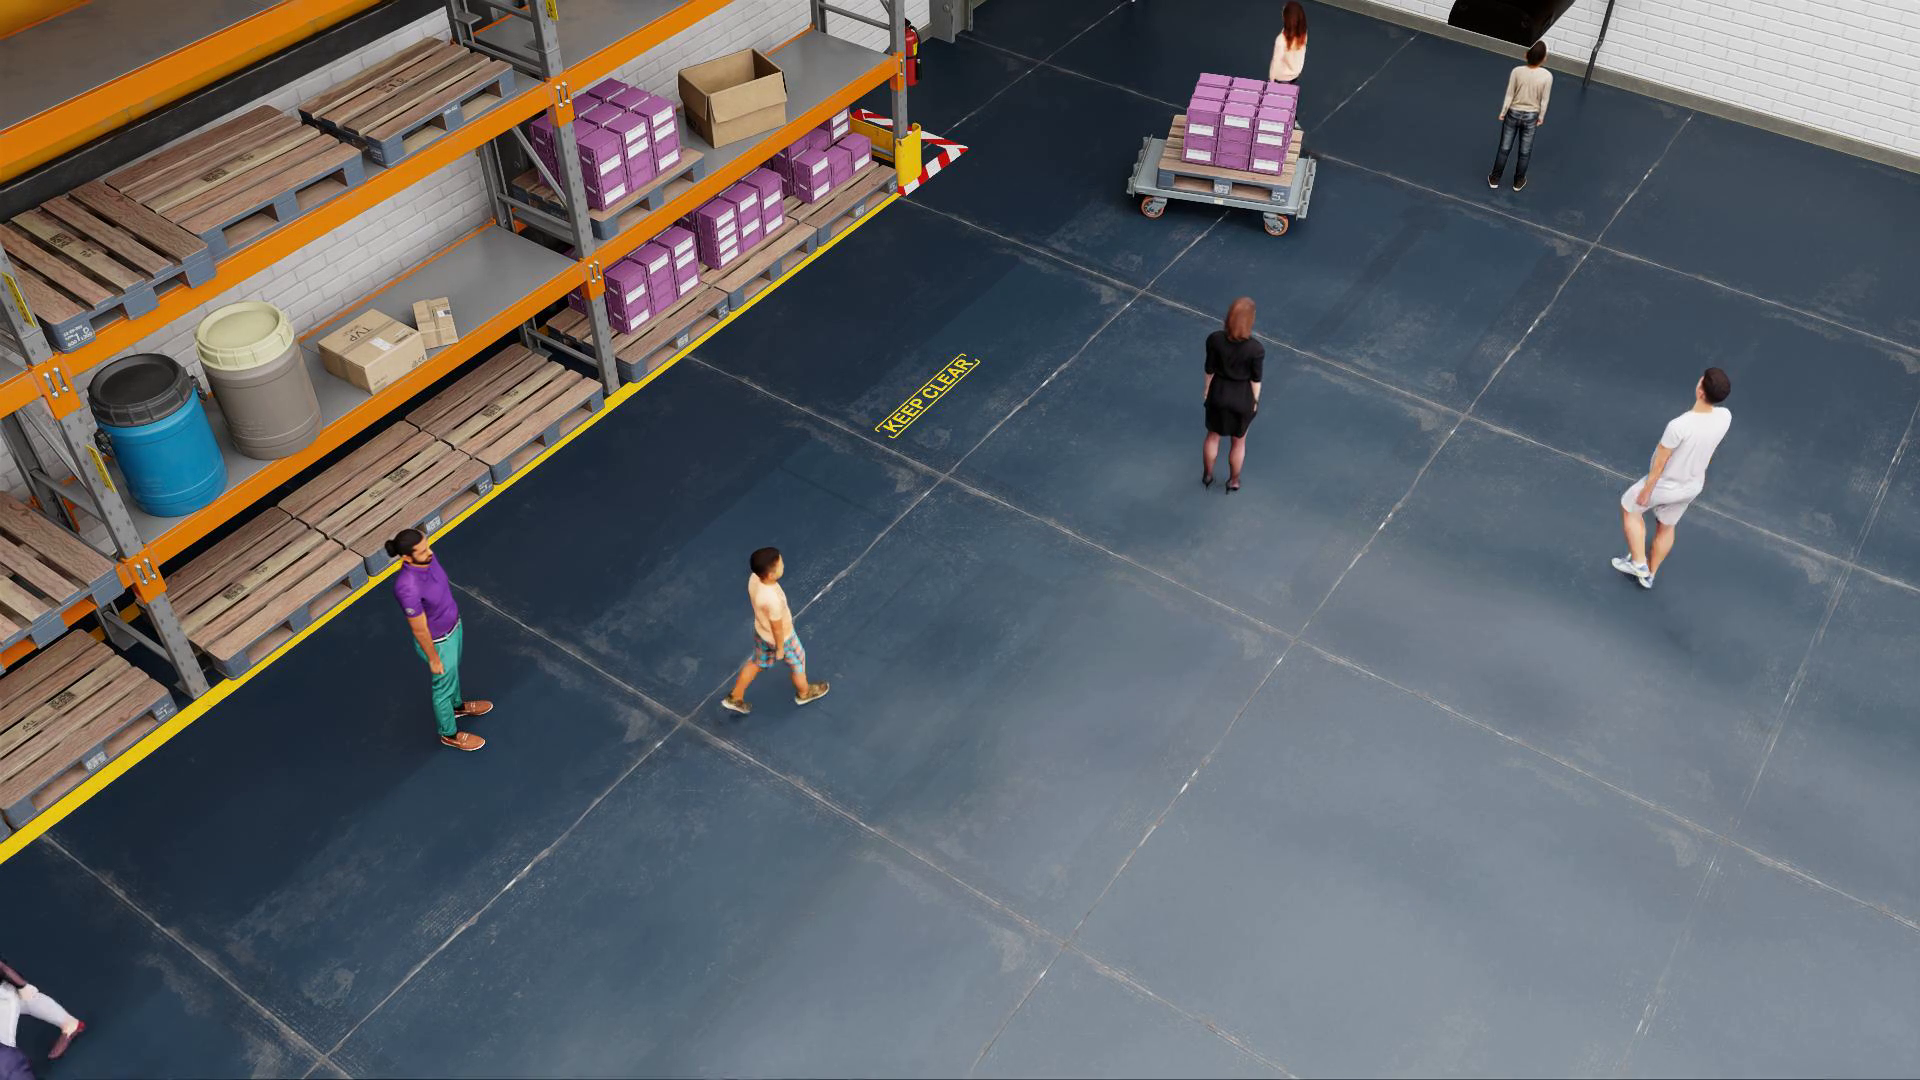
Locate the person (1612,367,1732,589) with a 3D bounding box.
[{"bbox_3d":[4.924,-0.347,11.358,0.794,1.842,0.879,-13,45,-13],"label":"person"}]

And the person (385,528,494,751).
[{"bbox_3d":[-3.286,0.589,10.429,0.769,1.767,0.675,-1,44,-1],"label":"person"}]

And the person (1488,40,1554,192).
[{"bbox_3d":[5.194,-3.918,15.379,0.607,1.465,0.594,14,45,14],"label":"person"}]

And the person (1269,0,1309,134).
[{"bbox_3d":[3.156,-4.434,15.917,0.702,1.472,0.719,-32,52,-29],"label":"person"}]

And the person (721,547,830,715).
[{"bbox_3d":[-1.254,0.603,10.650,1.008,1.442,0.740,-25,49,-24],"label":"person"}]

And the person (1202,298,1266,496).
[{"bbox_3d":[1.982,-1.033,12.177,0.626,1.705,0.561,17,46,17],"label":"person"}]
